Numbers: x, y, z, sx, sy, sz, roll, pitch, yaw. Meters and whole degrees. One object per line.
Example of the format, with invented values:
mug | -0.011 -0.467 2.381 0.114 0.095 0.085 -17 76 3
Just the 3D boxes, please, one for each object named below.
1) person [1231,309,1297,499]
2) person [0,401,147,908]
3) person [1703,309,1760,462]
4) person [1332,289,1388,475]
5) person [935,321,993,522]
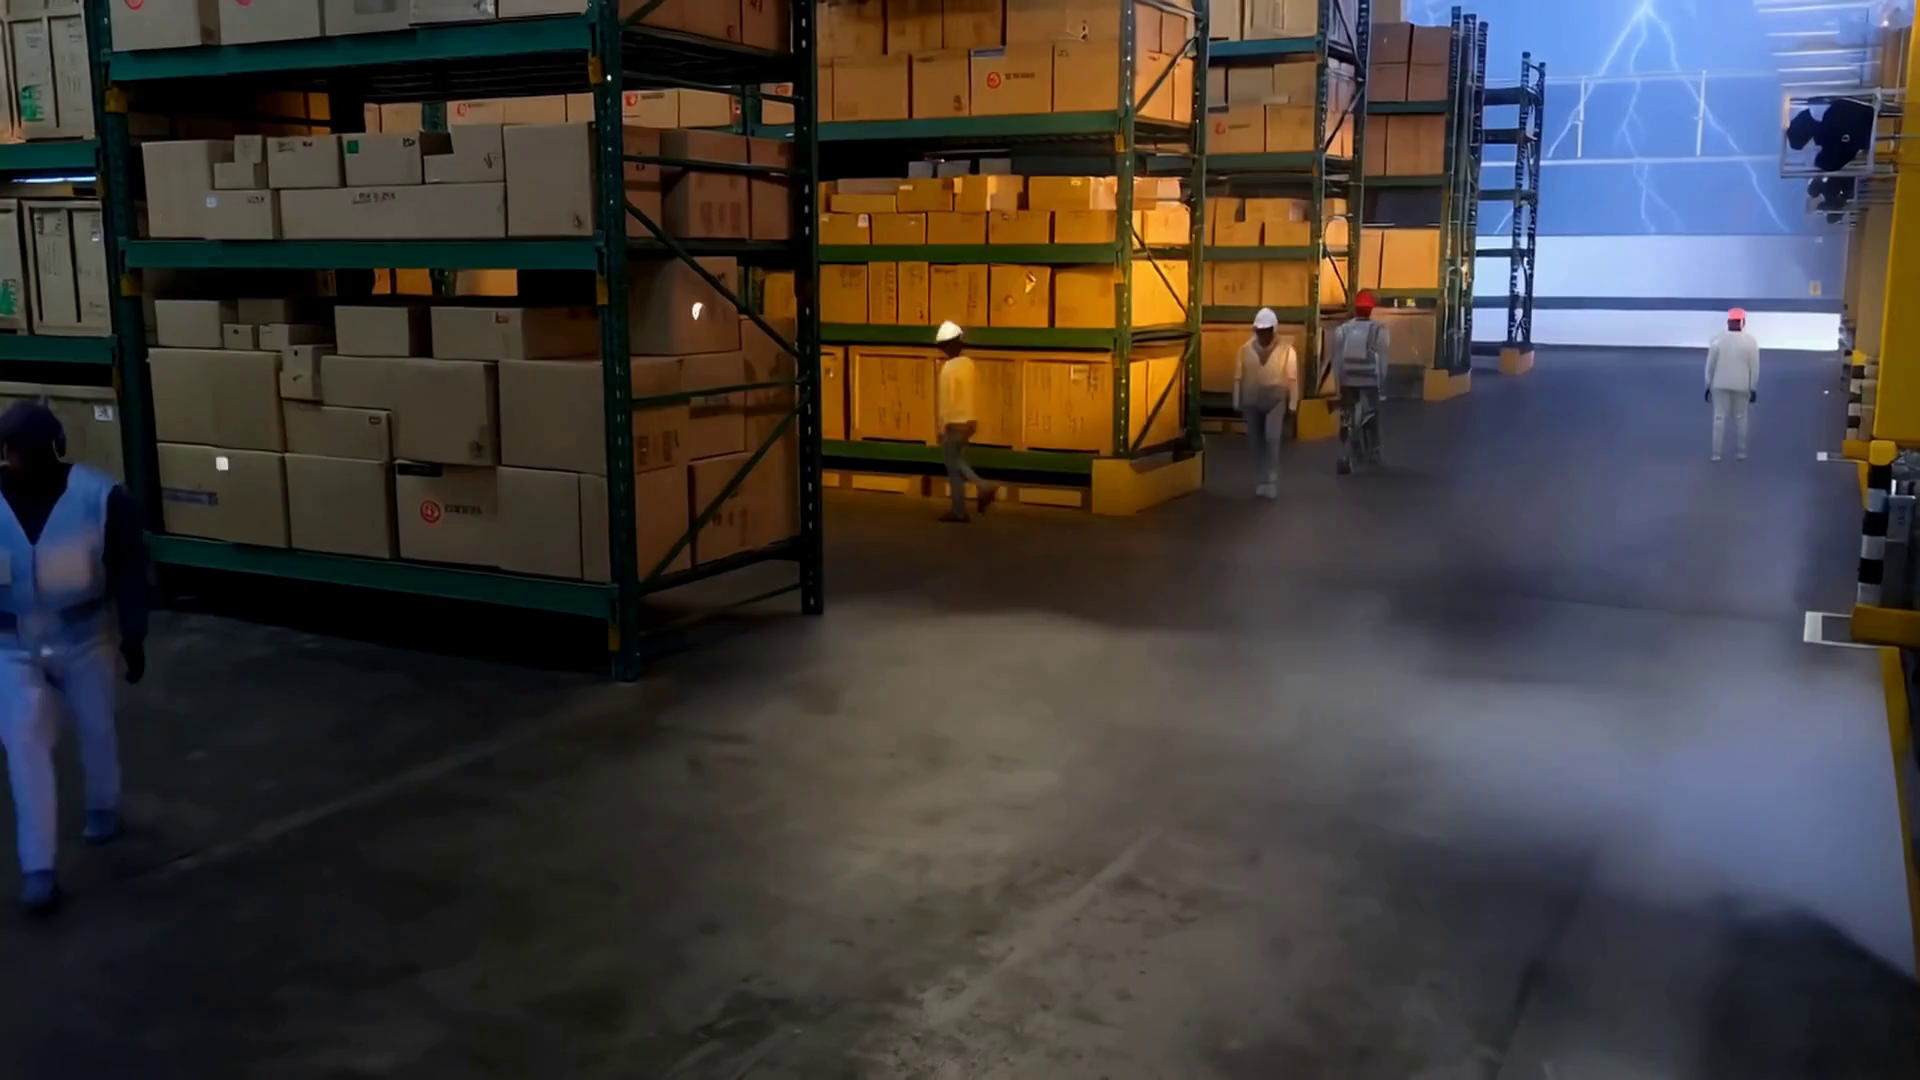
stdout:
person | 2.870 -1.287 15.827 0.593 1.792 0.864 4 11 21
person | -3.399 0.368 6.263 0.639 1.801 0.944 -4 10 -20
person | 8.704 -1.744 18.784 0.573 1.704 0.878 5 11 25
person | 4.221 -1.659 17.546 0.604 1.949 0.389 8 12 38
person | -0.012 -1.016 14.397 0.442 1.744 0.533 6 11 30
